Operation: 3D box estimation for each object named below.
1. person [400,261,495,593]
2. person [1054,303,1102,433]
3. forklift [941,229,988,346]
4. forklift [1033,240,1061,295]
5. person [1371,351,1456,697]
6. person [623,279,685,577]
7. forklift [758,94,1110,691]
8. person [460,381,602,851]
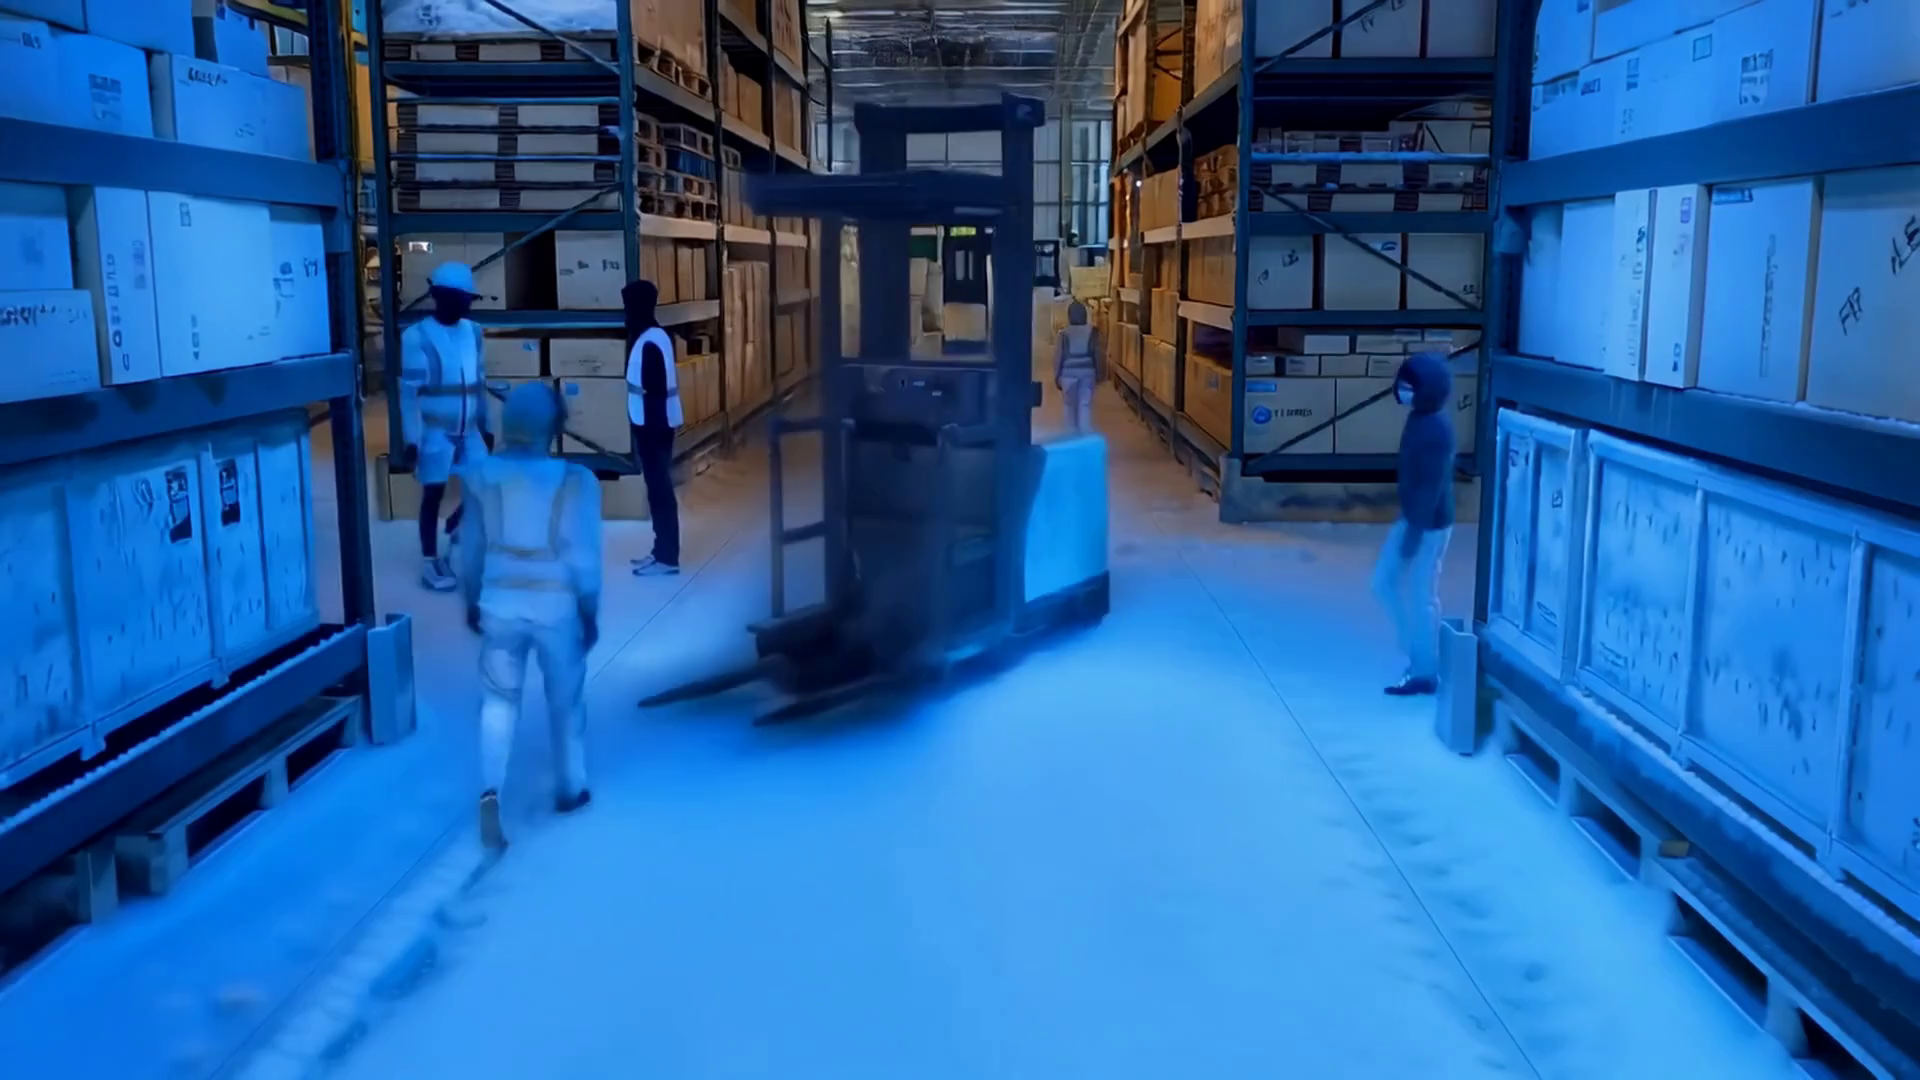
[{"bbox_3d":[-3.148,-0.691,10.243,0.447,2.028,0.686,6,11,34],"label":"person"},{"bbox_3d":[1.262,-1.726,17.751,0.513,1.602,0.847,0,9,0],"label":"person"},{"bbox_3d":[0.124,-6.117,40.203,1.129,2.768,1.873,0,9,1],"label":"forklift"},{"bbox_3d":[3.172,-9.648,61.356,1.129,2.768,1.873,0,9,1],"label":"forklift"},{"bbox_3d":[2.108,-0.060,7.691,0.343,1.618,0.500,0,9,-3],"label":"person"},{"bbox_3d":[-1.978,-0.720,10.761,0.391,1.916,0.590,-2,10,-12],"label":"person"},{"bbox_3d":[-0.053,-0.834,8.559,1.129,2.768,1.873,5,11,30],"label":"forklift"},{"bbox_3d":[-1.512,0.256,5.820,0.520,1.613,0.731,0,9,0],"label":"person"}]
